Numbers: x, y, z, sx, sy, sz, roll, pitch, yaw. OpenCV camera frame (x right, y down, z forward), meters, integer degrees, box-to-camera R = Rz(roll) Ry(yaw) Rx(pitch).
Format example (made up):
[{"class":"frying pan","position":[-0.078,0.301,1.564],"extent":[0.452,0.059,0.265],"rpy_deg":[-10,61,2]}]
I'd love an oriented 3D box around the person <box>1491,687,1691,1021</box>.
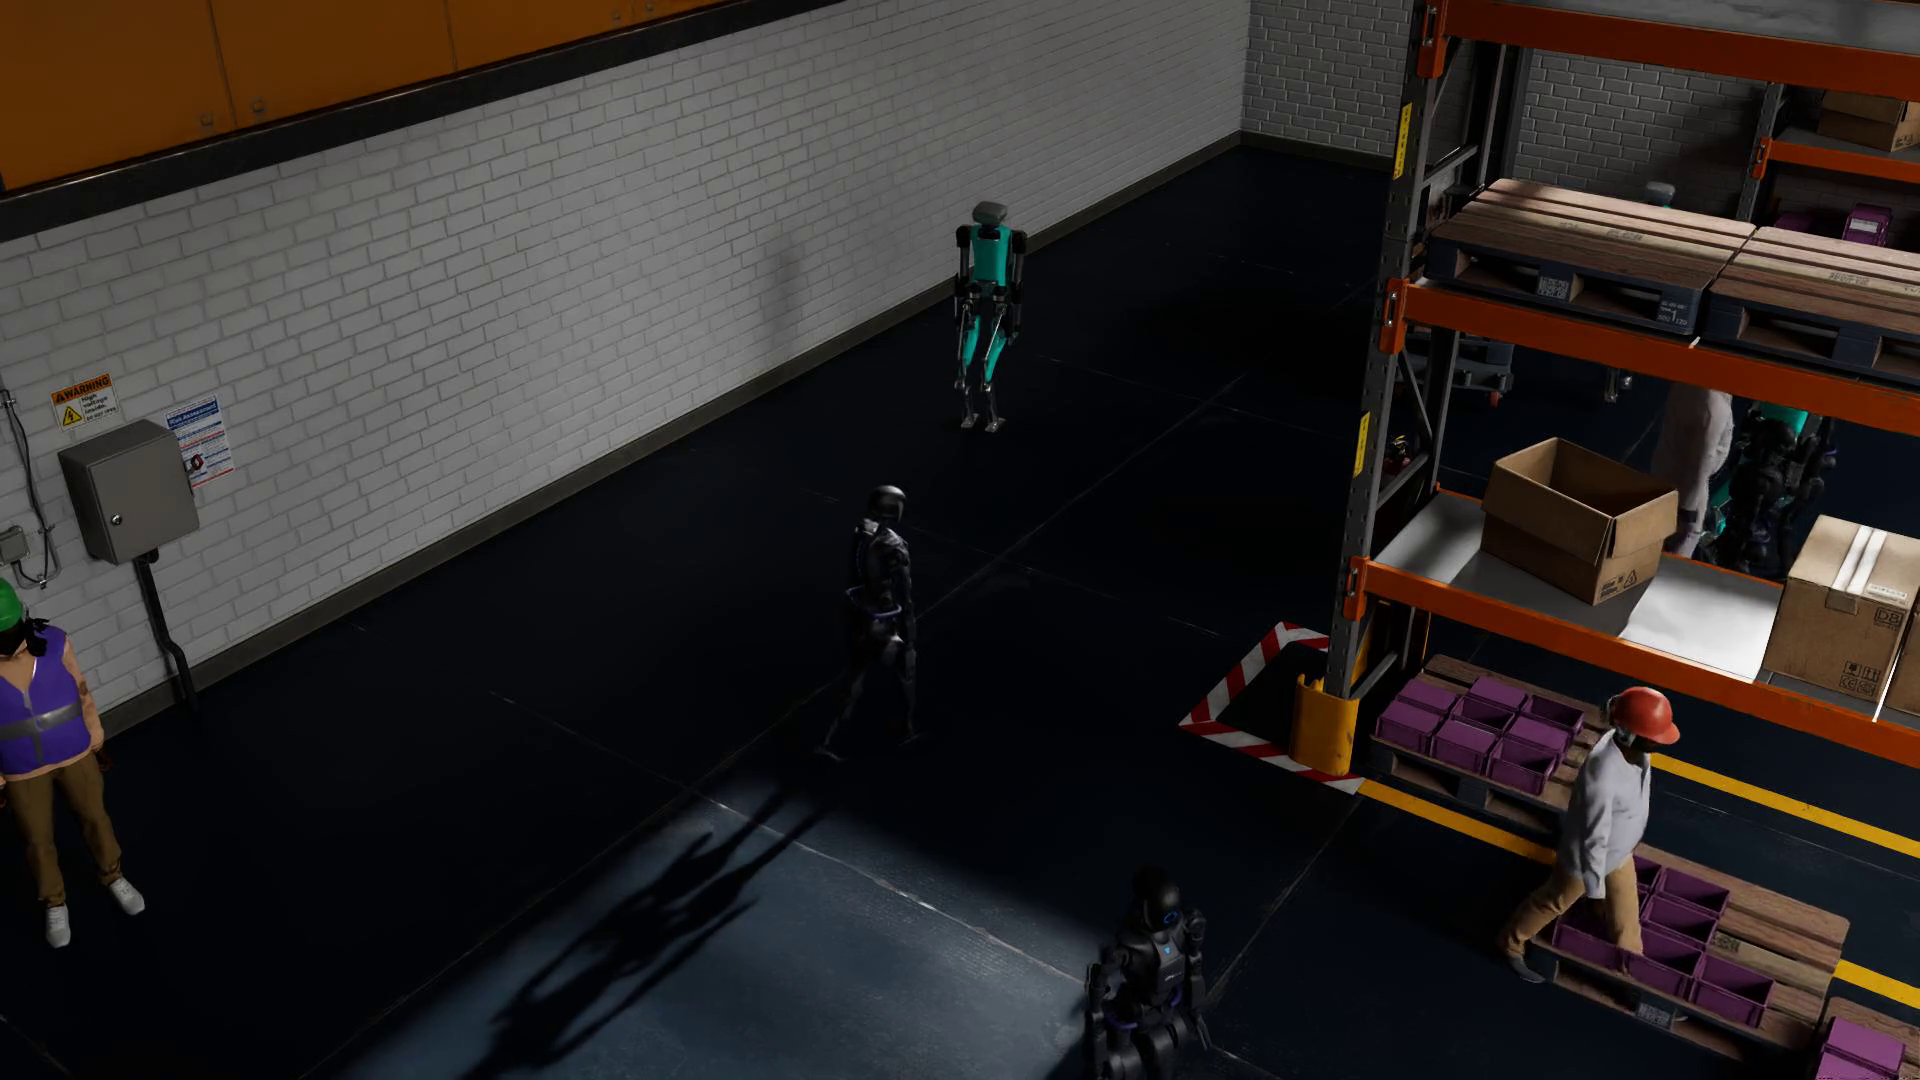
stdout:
[{"class":"person","position":[2.837,1.365,7.227],"extent":[0.906,1.697,0.590],"rpy_deg":[25,38,36]}]

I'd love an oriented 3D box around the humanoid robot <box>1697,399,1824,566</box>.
[{"class":"humanoid robot","position":[4.798,-0.437,10.194],"extent":[0.735,1.677,0.533],"rpy_deg":[-10,31,-17]}]

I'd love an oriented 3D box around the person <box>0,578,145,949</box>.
[{"class":"person","position":[-4.222,0.991,7.657],"extent":[0.546,1.928,0.422],"rpy_deg":[-23,37,-34]}]

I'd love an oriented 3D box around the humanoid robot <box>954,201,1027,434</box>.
[{"class":"humanoid robot","position":[0.157,-1.577,12.203],"extent":[0.532,1.698,0.729],"rpy_deg":[8,31,14]}]

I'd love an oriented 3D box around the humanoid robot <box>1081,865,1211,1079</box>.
[{"class":"humanoid robot","position":[0.703,1.892,6.345],"extent":[0.611,1.656,0.326],"rpy_deg":[-19,35,-29]}]

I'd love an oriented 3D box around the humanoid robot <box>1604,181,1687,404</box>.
[{"class":"humanoid robot","position":[5.150,-1.792,12.669],"extent":[0.546,1.751,0.933],"rpy_deg":[8,31,14]}]

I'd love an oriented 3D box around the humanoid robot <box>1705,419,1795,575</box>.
[{"class":"humanoid robot","position":[4.493,0.063,9.543],"extent":[0.668,1.636,0.589],"rpy_deg":[12,32,19]}]

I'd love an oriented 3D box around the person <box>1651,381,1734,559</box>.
[{"class":"person","position":[4.330,-0.390,10.129],"extent":[0.738,1.867,0.675],"rpy_deg":[3,30,5]}]

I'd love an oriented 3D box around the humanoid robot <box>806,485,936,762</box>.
[{"class":"humanoid robot","position":[-0.494,0.472,8.868],"extent":[0.745,1.644,0.612],"rpy_deg":[-19,35,-30]}]

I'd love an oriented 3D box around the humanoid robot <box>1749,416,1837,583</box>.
[{"class":"humanoid robot","position":[5.254,-0.469,10.448],"extent":[0.362,1.655,0.590],"rpy_deg":[3,30,5]}]
